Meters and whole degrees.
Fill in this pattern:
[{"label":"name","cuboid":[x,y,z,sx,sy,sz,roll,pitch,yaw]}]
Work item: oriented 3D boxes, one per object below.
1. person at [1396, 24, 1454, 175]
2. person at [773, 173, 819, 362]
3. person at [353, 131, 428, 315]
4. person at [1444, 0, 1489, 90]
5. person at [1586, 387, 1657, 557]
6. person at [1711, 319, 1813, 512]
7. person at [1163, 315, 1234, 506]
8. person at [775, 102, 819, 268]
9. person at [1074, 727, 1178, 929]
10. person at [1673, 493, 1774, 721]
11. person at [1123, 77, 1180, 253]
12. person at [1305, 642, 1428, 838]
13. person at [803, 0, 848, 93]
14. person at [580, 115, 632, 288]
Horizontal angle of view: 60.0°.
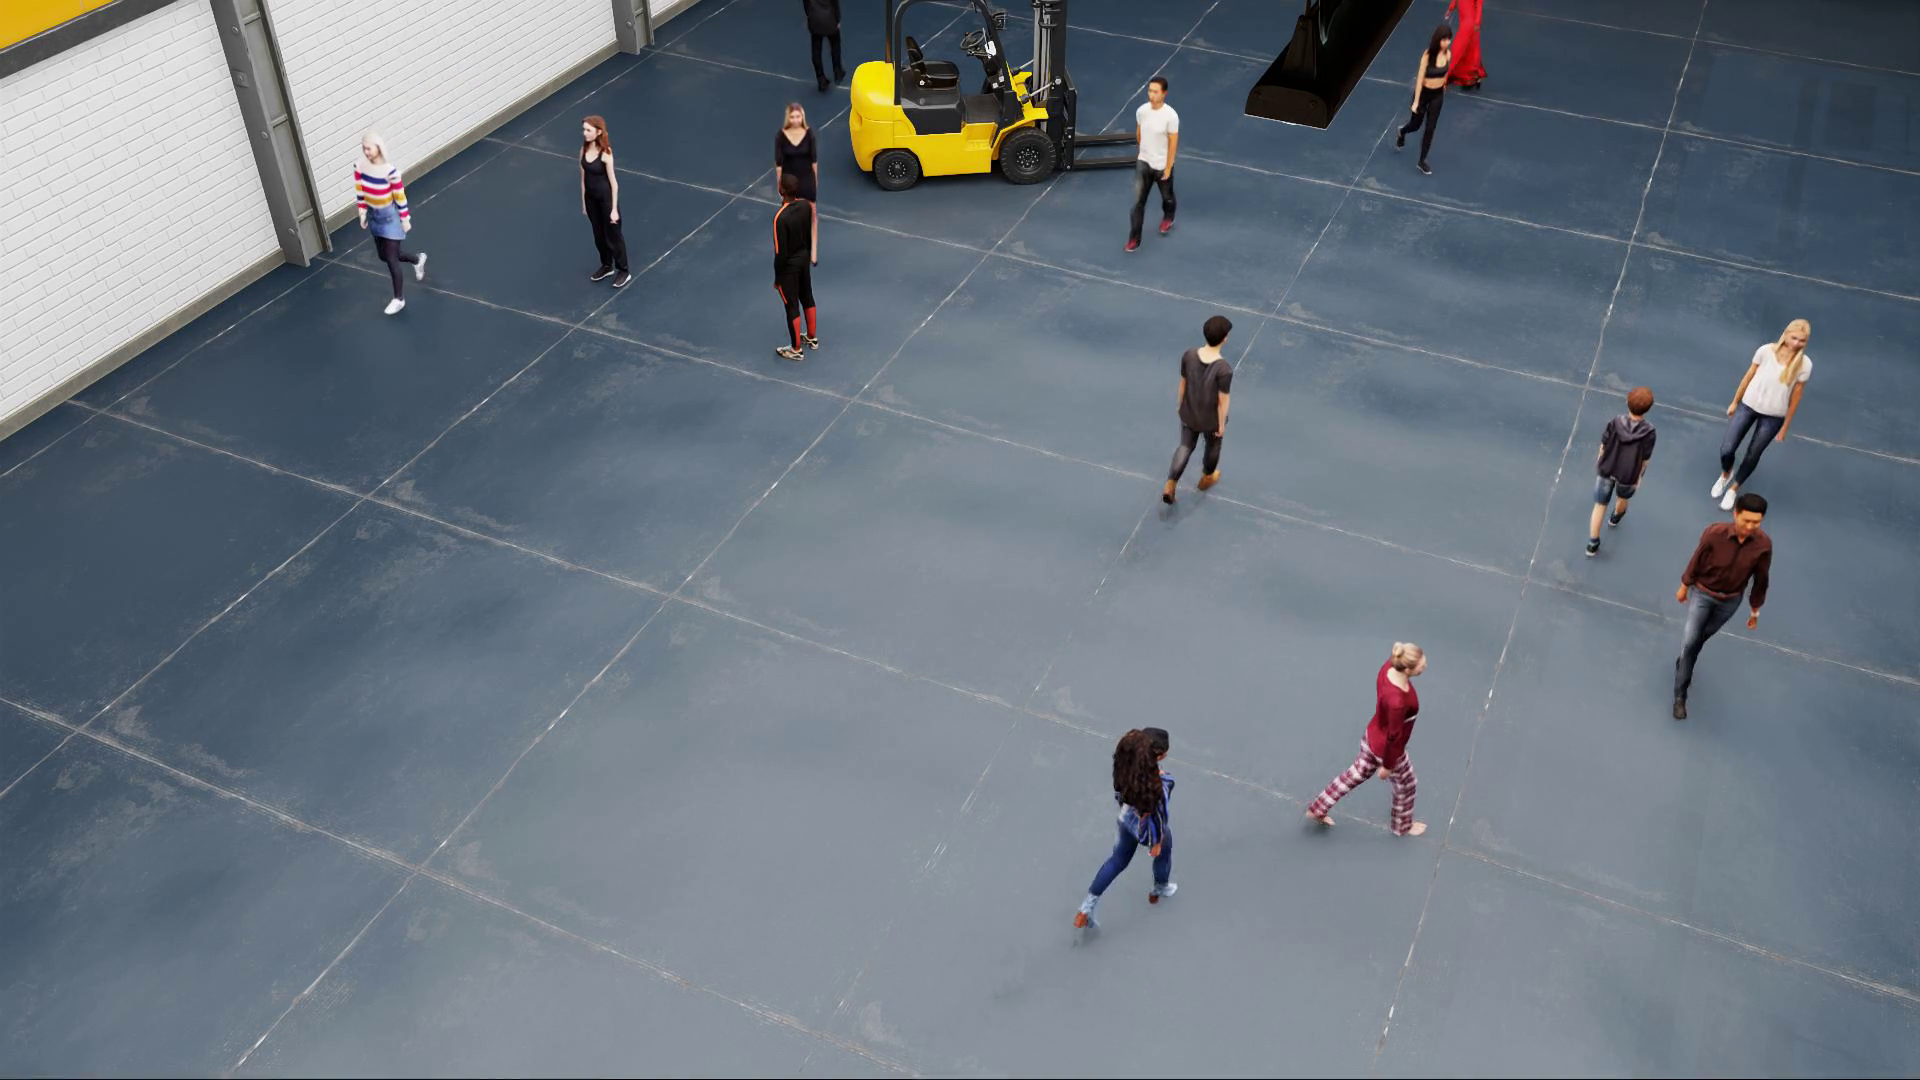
[{"label":"person","cuboid":[5.079,-4.864,18.188,0.900,1.627,0.995,-10,40,-12]},{"label":"person","cuboid":[-1.503,-2.488,15.067,0.731,1.808,0.533,25,45,28]},{"label":"person","cuboid":[-5.412,-3.076,15.818,0.688,1.791,0.995,13,40,16]},{"label":"person","cuboid":[6.097,-6.124,19.686,1.087,1.735,1.168,-5,39,-6]},{"label":"person","cuboid":[5.087,-0.502,12.893,0.581,1.417,0.924,20,43,23]},{"label":"person","cuboid":[6.409,-1.037,13.261,0.685,1.795,0.677,24,44,27]},{"label":"person","cuboid":[1.904,-1.008,13.306,0.745,1.694,1.042,25,45,28]},{"label":"person","cuboid":[-1.624,-3.611,16.604,0.883,1.645,1.032,-4,39,-5]},{"label":"person","cuboid":[1.024,1.744,9.942,1.119,1.591,0.940,-24,44,-27]},{"label":"person","cuboid":[5.251,0.336,11.579,0.808,1.748,1.066,9,39,11]},{"label":"person","cuboid":[2.036,-3.824,16.793,0.680,1.753,1.180,19,42,22]},{"label":"person","cuboid":[2.612,1.264,10.485,0.992,1.662,1.072,-1,39,-1]},{"label":"person","cuboid":[-1.651,-6.167,19.708,0.724,1.764,0.865,9,40,11]},{"label":"person","cuboid":[-3.457,-3.304,16.137,0.587,1.748,0.538,20,43,23]}]
